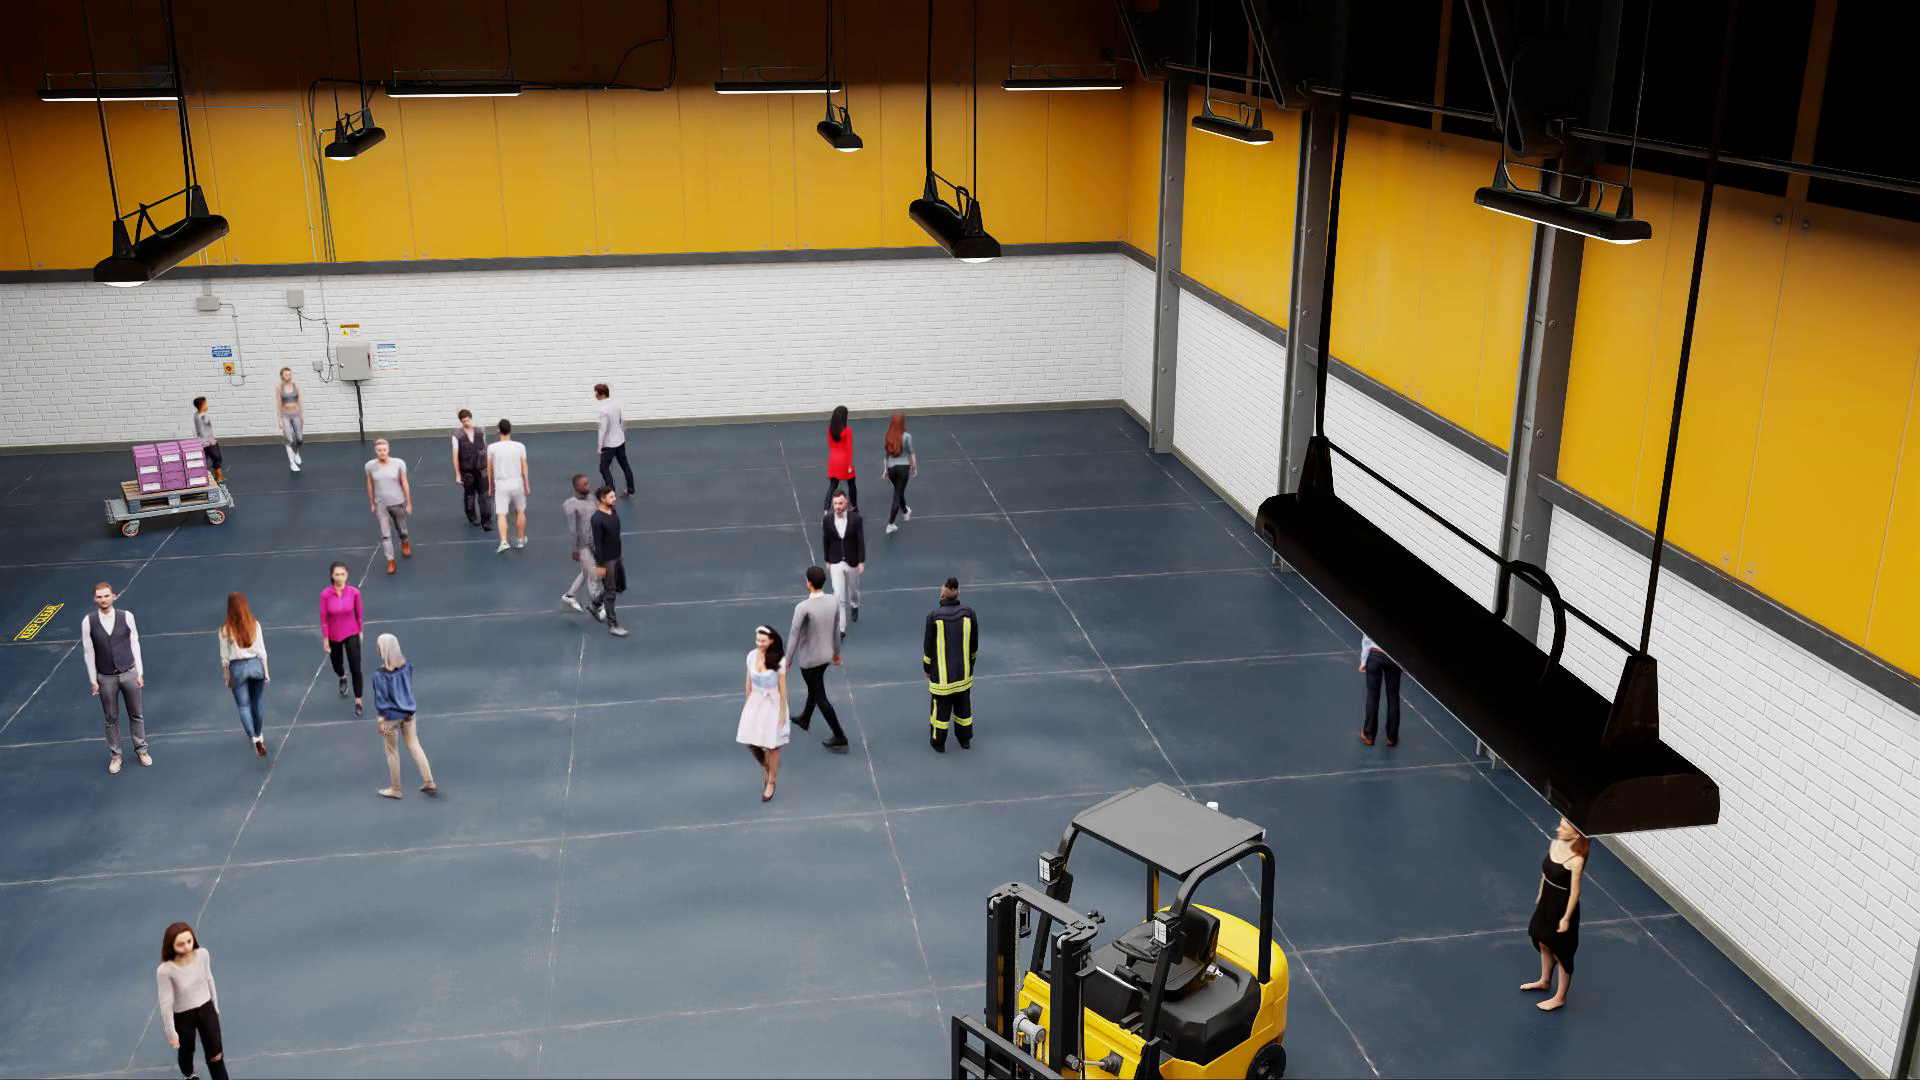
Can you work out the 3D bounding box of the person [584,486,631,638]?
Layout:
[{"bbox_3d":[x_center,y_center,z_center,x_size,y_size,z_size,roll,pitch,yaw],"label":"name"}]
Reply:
[{"bbox_3d":[-4.298,0.240,19.950,0.941,1.859,0.954,6,20,18],"label":"person"}]

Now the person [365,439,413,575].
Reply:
[{"bbox_3d":[-7.608,-0.501,22.237,0.711,1.803,1.111,-4,19,-12],"label":"person"}]

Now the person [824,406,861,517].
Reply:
[{"bbox_3d":[-1.783,-1.045,24.012,1.036,1.703,1.160,10,21,28],"label":"person"}]

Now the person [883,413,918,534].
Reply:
[{"bbox_3d":[-0.896,-0.916,23.648,0.975,1.689,1.245,6,19,17],"label":"person"}]

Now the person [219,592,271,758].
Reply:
[{"bbox_3d":[-7.200,1.383,16.804,0.828,1.701,1.123,-11,21,-29],"label":"person"}]

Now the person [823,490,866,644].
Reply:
[{"bbox_3d":[-1.366,0.261,19.956,0.826,1.816,1.192,1,19,2],"label":"person"}]

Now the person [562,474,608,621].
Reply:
[{"bbox_3d":[-4.679,0.069,20.524,1.126,1.817,1.143,7,20,21],"label":"person"}]

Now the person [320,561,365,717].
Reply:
[{"bbox_3d":[-6.652,1.025,17.914,0.707,1.672,1.123,-6,20,-19],"label":"person"}]

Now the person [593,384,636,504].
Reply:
[{"bbox_3d":[-5.235,-1.469,25.097,1.004,1.813,0.831,13,23,34],"label":"person"}]

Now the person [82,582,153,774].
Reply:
[{"bbox_3d":[-8.411,1.333,16.582,0.728,1.938,0.693,-10,21,-28],"label":"person"}]

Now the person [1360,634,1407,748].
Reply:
[{"bbox_3d":[4.353,1.252,17.055,0.704,1.789,0.653,2,19,7],"label":"person"}]

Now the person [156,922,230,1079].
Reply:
[{"bbox_3d":[-5.365,3.291,11.539,1.036,1.445,0.934,15,24,38],"label":"person"}]

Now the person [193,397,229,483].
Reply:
[{"bbox_3d":[-11.849,-1.577,25.999,0.889,1.442,1.020,9,21,26],"label":"person"}]

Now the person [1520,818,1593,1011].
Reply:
[{"bbox_3d":[4.588,2.808,12.694,0.621,1.624,0.492,-3,19,-8],"label":"person"}]

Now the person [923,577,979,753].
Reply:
[{"bbox_3d":[-0.102,1.257,16.931,0.788,1.858,0.750,-7,20,-20],"label":"person"}]

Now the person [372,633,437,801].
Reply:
[{"bbox_3d":[-5.349,1.677,15.927,0.880,1.703,0.830,9,21,26],"label":"person"}]

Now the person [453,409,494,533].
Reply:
[{"bbox_3d":[-6.961,-1.007,23.761,0.961,1.791,1.261,-12,22,-32],"label":"person"}]

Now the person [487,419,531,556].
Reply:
[{"bbox_3d":[-6.221,-0.713,22.820,0.751,1.833,0.969,-5,19,-16],"label":"person"}]

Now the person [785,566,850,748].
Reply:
[{"bbox_3d":[-1.410,1.231,16.973,1.335,1.881,1.232,15,24,37],"label":"person"}]

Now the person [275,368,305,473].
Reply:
[{"bbox_3d":[-10.801,-1.958,26.742,0.761,1.690,0.841,-14,23,-35],"label":"person"}]

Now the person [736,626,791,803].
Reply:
[{"bbox_3d":[-1.814,1.629,15.909,0.833,1.806,0.919,6,19,16],"label":"person"}]
